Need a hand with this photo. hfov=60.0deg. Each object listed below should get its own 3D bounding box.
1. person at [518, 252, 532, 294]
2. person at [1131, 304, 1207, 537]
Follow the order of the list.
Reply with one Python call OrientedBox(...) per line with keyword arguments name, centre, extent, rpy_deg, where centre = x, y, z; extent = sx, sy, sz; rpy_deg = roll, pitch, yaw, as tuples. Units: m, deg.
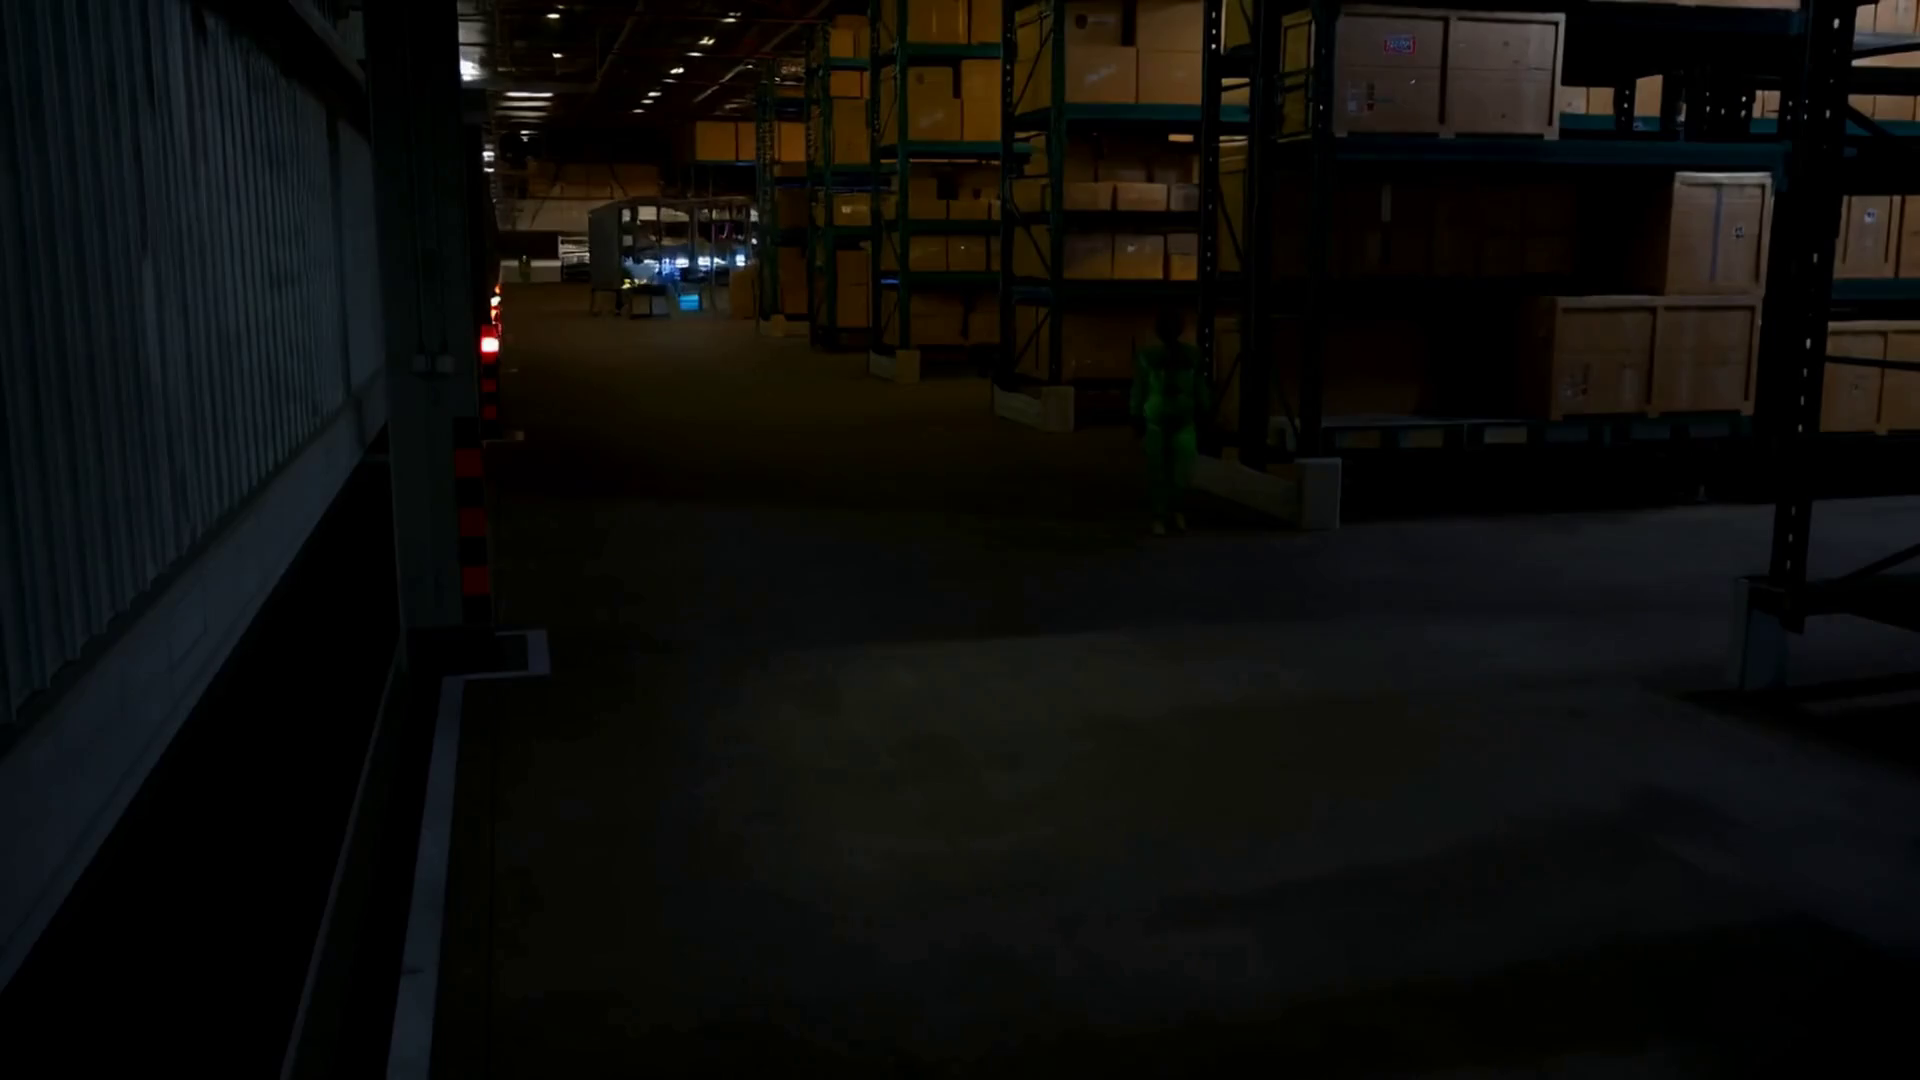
OrientedBox(name="person", centre=(-18.425, -11.289, 70.371), extent=(0.600, 1.804, 0.826), rpy_deg=(-6, 12, -31))
OrientedBox(name="person", centre=(1.459, -0.830, 11.611), extent=(0.542, 1.622, 0.370), rpy_deg=(-1, 10, -3))
